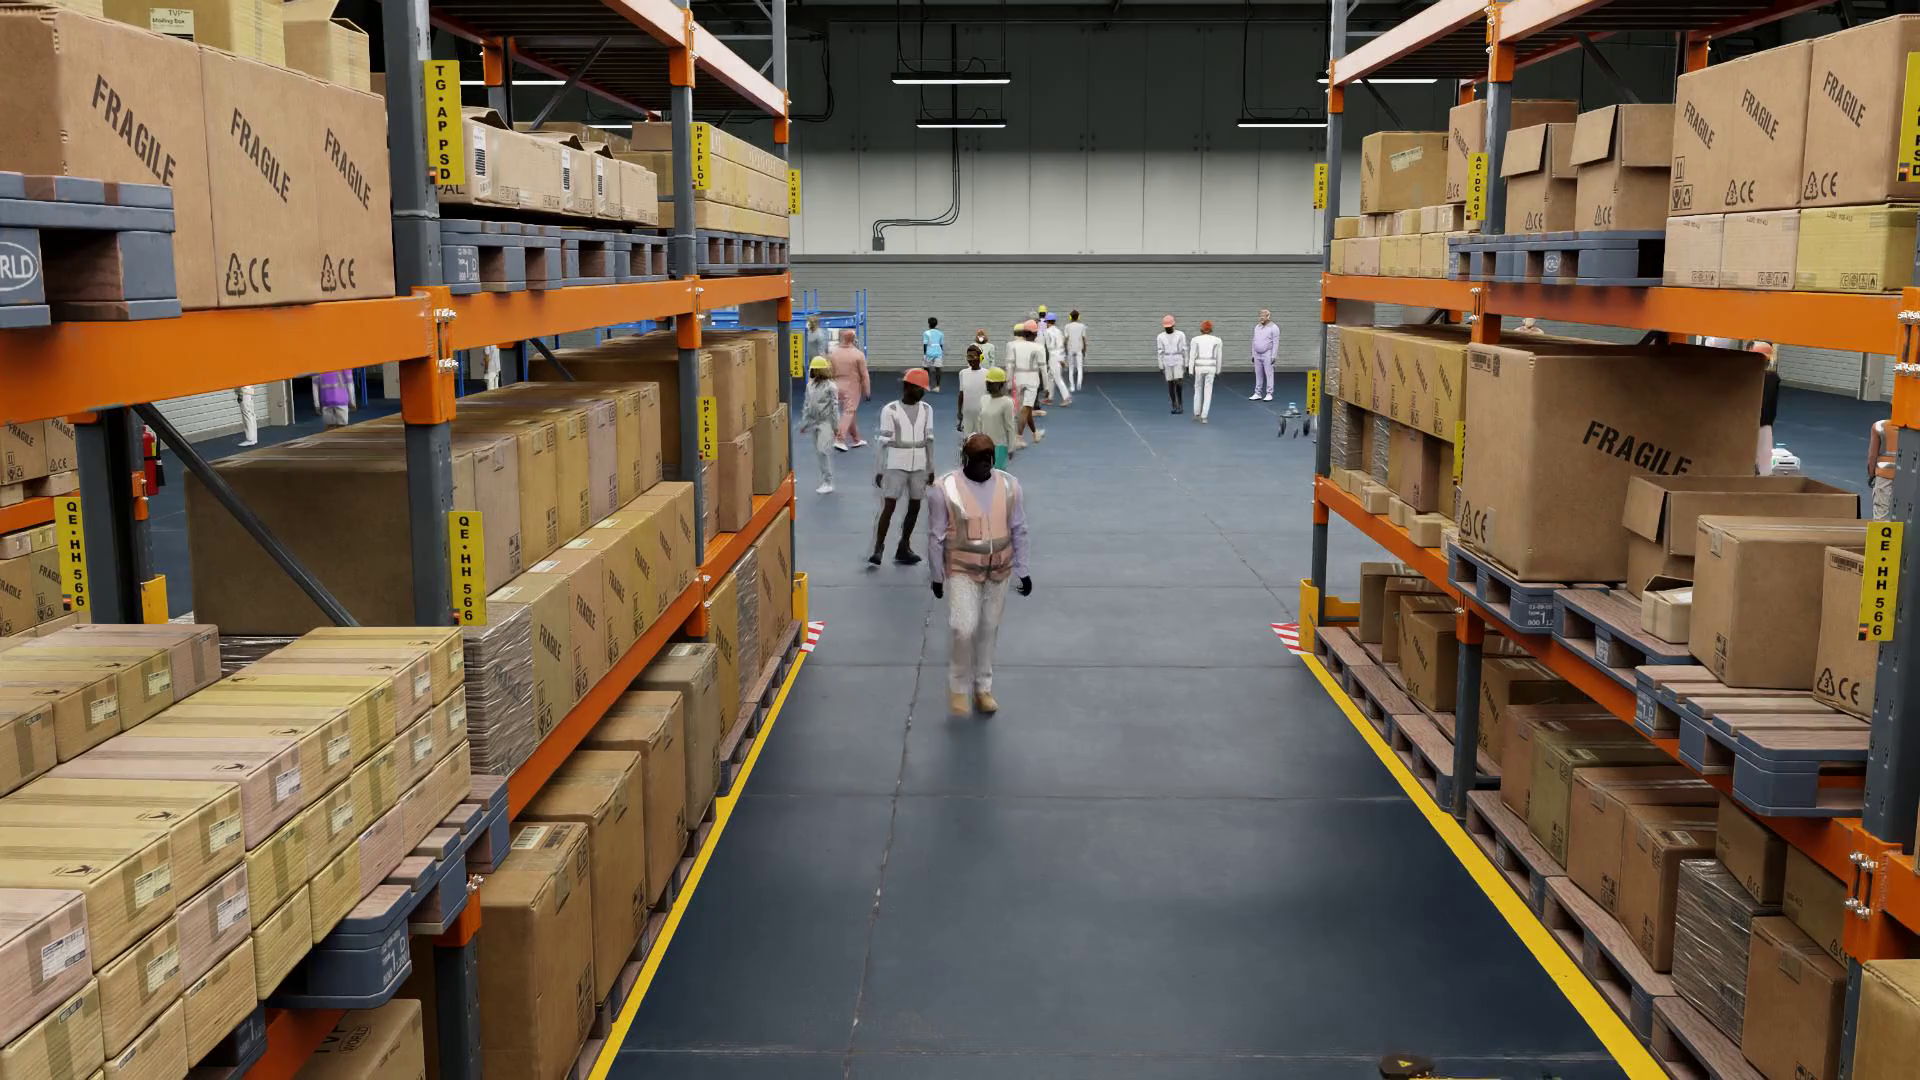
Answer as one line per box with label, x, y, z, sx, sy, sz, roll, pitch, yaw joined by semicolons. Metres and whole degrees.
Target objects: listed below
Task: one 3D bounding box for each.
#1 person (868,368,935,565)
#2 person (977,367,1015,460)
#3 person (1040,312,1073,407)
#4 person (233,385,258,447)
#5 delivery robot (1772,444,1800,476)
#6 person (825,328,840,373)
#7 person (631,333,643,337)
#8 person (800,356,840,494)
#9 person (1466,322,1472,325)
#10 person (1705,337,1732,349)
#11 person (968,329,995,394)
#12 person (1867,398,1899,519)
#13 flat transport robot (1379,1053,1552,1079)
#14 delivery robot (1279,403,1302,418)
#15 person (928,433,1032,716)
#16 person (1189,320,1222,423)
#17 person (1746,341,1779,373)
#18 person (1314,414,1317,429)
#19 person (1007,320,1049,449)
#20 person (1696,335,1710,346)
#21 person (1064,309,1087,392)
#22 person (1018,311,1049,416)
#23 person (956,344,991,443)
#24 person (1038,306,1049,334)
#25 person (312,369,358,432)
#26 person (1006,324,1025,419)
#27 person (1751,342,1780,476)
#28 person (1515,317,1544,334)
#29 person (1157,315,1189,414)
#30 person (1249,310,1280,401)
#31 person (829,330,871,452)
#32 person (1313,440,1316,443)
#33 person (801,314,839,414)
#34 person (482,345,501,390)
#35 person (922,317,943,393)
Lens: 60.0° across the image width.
person;-0.572;-0.699;15.978;0.747;1.898;0.423;-5;11;-26
person;0.437;-1.077;18.656;0.645;1.751;0.535;-8;12;-39
person;2.002;-3.669;33.815;0.855;1.904;0.649;5;11;28
person;-11.346;-2.306;26.358;0.311;1.638;0.523;-2;10;-10
delivery robot;10.696;-1.014;21.708;0.477;0.478;0.707;2;10;12
person;-3.120;-4.596;40.122;0.540;1.619;0.551;8;12;39
person;-4.726;-2.086;24.370;1.011;1.865;0.617;-5;11;-29
person;-1.772;-1.443;20.908;0.484;1.726;0.586;7;12;38
person;10.421;-3.628;34.107;0.319;1.697;0.532;-5;11;-27
person;14.589;-3.334;32.011;0.598;1.819;0.584;-3;10;-15
person;0.413;-3.217;31.831;0.504;1.632;0.270;0;9;2
person;9.086;-0.600;16.134;0.522;1.642;0.306;6;11;34
flat transport robot;1.730;1.964;5.000;0.652;0.197;1.431;0;9;1
delivery robot;5.597;-2.196;28.012;0.335;0.223;0.698;4;10;23
person;0.140;0.224;10.669;0.646;1.825;0.527;-4;10;-23
person;4.484;-3.090;30.419;0.582;1.854;0.879;1;10;8
person;14.213;-2.921;29.435;0.622;1.846;0.429;-3;10;-16
person;6.357;-2.717;28.118;0.652;1.877;0.868;-4;10;-24
person;1.117;-2.456;26.194;0.633;1.987;1.063;6;11;34
person;15.452;-3.718;34.340;0.526;1.809;0.939;6;11;30
person;2.592;-4.244;37.350;0.532;1.845;0.702;0;9;-3
person;1.361;-3.336;31.452;0.682;2.000;0.692;-4;10;-25
person;0.191;-1.548;21.127;0.532;1.870;0.315;4;10;24
person;1.949;-4.620;39.507;0.607;1.871;1.017;1;10;5
person;-8.819;-1.968;23.485;0.552;1.923;0.400;0;9;-1
person;1.107;-3.150;31.041;0.528;1.765;0.327;-2;10;-13
person;9.637;-1.429;20.211;0.640;1.944;1.018;-1;10;-5
person;11.157;-3.496;32.712;0.695;1.903;0.398;2;10;14
person;4.074;-3.369;31.955;0.581;1.893;0.643;3;10;19
person;6.403;-3.891;35.054;0.410;1.909;0.643;-8;13;-41
person;-1.721;-2.321;25.822;0.668;1.860;0.999;6;11;34
person;5.923;-2.413;26.647;0.328;1.760;0.523;-7;12;-36
person;-2.693;-3.389;32.035;0.741;1.914;0.634;-3;10;-19
person;-8.440;-3.013;29.941;0.312;1.864;0.511;1;10;7
person;-0.661;-4.151;37.290;0.556;1.667;0.753;-6;11;-30
